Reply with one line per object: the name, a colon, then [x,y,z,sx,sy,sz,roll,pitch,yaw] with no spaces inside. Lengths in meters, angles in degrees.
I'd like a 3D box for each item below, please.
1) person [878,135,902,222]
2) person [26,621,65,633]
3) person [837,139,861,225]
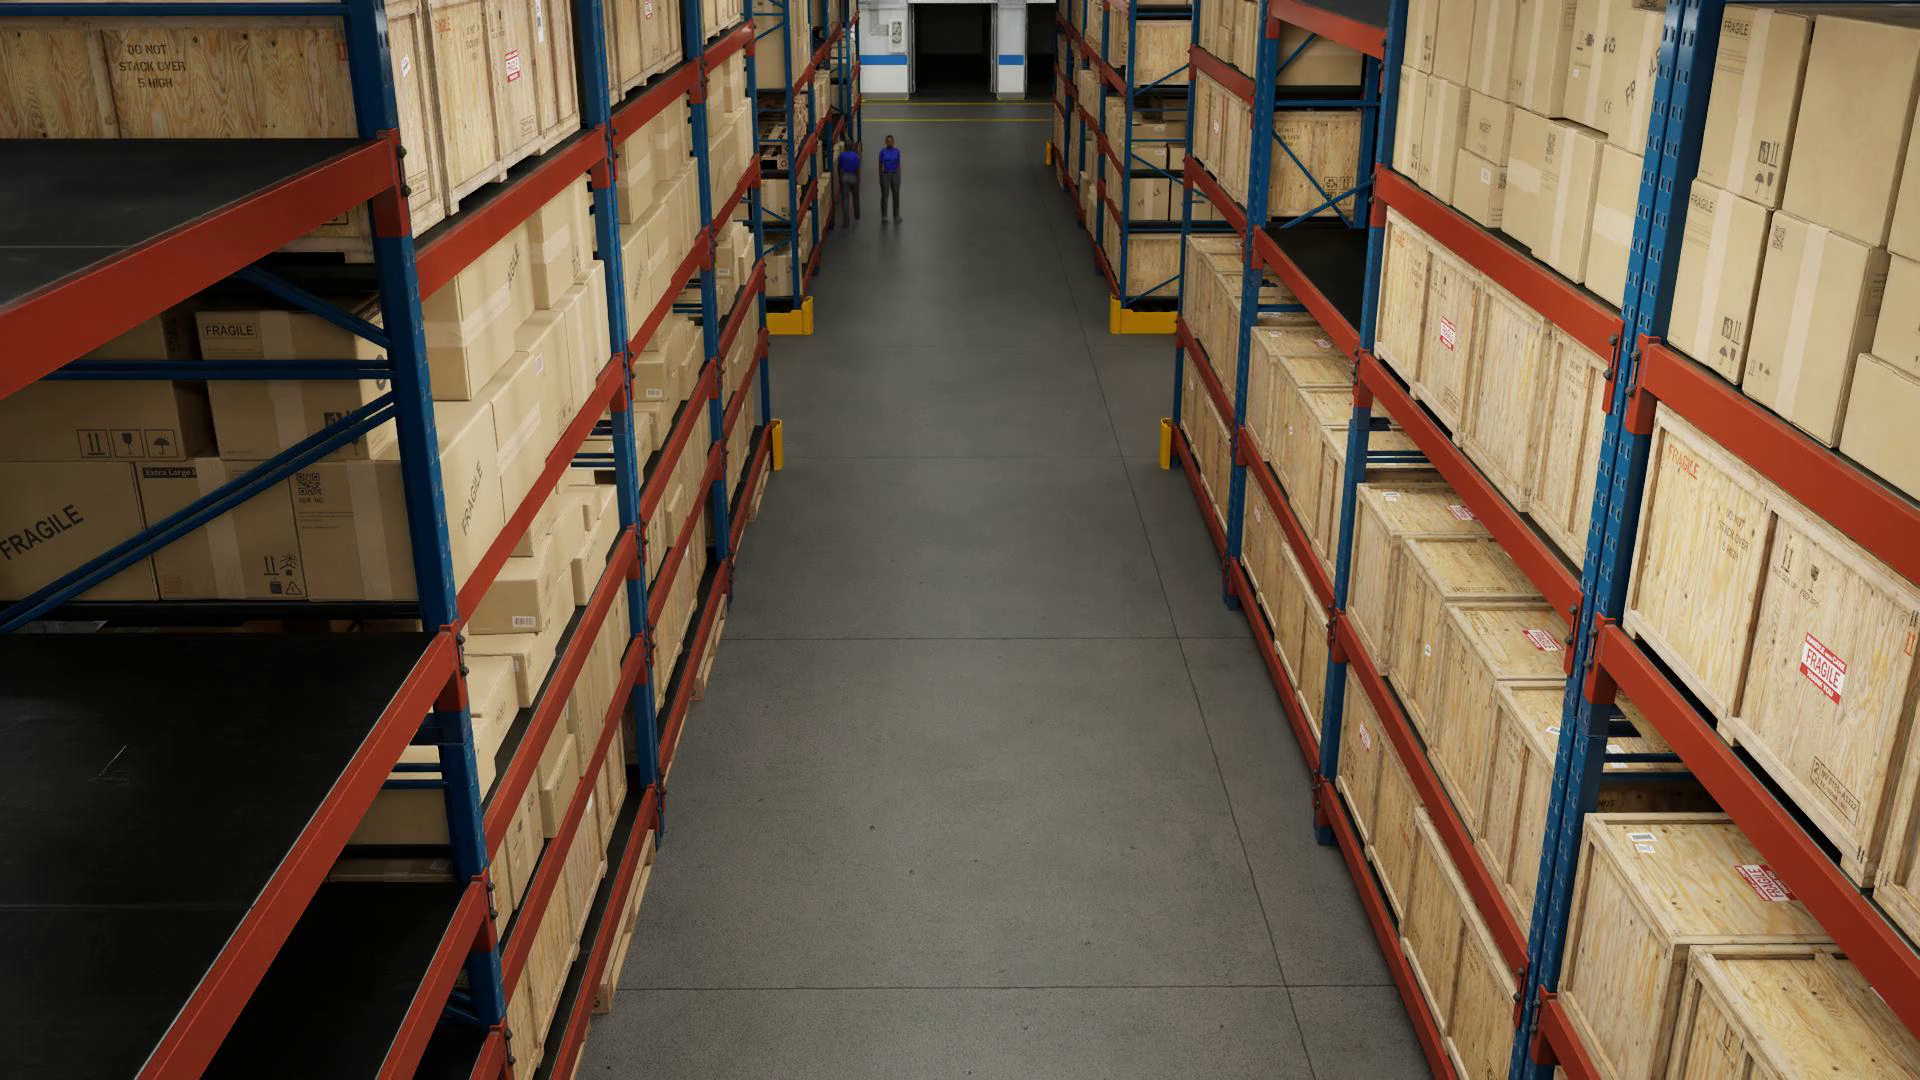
person: [-1.365,-7.098,32.681,0.438,1.641,0.349,-6,22,-14]
person: [-7.966,0.142,14.150,0.559,1.770,0.411,11,24,27]
person: [-2.160,-7.009,32.422,0.455,1.627,0.874,-1,22,-2]
